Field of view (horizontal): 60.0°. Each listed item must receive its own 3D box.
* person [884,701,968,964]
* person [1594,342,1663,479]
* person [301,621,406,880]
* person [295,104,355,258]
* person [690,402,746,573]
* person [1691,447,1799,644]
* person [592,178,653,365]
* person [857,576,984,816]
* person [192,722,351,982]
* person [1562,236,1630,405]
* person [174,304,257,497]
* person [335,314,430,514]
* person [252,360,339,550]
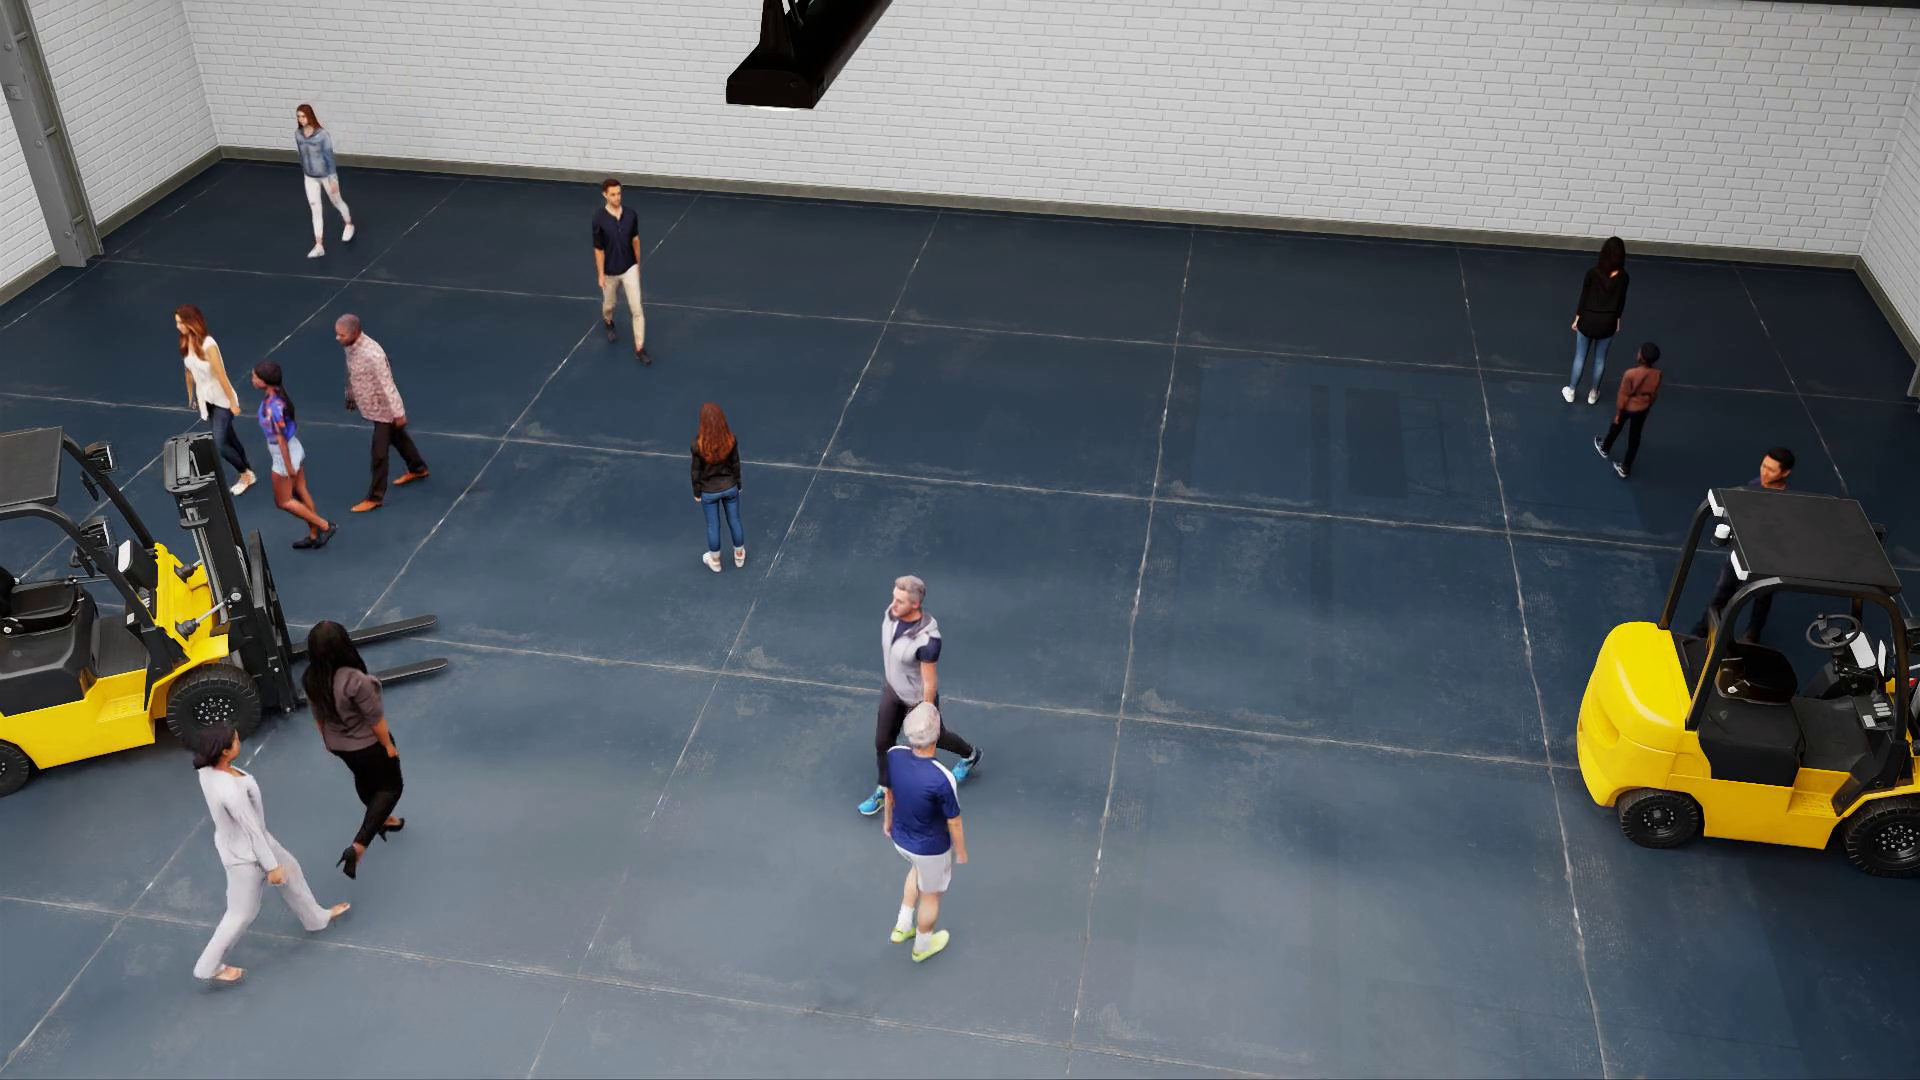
[{"bbox_3d":[-0.285,1.772,9.644,0.801,1.815,0.820,24,40,31],"label":"person"},{"bbox_3d":[5.902,-1.116,14.513,0.643,1.234,0.830,-2,34,-3],"label":"person"},{"bbox_3d":[-3.761,1.325,10.310,0.743,1.823,1.017,10,35,15],"label":"person"},{"bbox_3d":[-7.069,-4.046,18.543,0.628,1.654,1.088,6,34,9],"label":"person"},{"bbox_3d":[-1.919,-0.423,13.249,0.627,1.480,0.649,-13,36,-19],"label":"person"},{"bbox_3d":[5.940,0.086,12.239,1.105,1.749,1.083,-18,38,-25],"label":"person"},{"bbox_3d":[-3.383,-2.673,16.323,1.064,1.824,1.241,-14,36,-20],"label":"person"},{"bbox_3d":[-0.230,0.979,10.854,1.264,1.795,1.176,-24,40,-31],"label":"person"},{"bbox_3d":[-4.229,1.841,9.647,1.247,1.696,1.170,-22,39,-29],"label":"person"},{"bbox_3d":[5.964,-2.047,15.546,0.586,1.642,0.536,9,35,13],"label":"person"},{"bbox_3d":[-6.256,-1.221,14.183,0.725,1.775,0.729,20,38,27],"label":"person"},{"bbox_3d":[-4.832,-1.149,14.084,1.253,1.764,1.165,-24,41,-32],"label":"person"},{"bbox_3d":[-5.321,-0.669,13.391,0.763,1.732,0.697,-7,34,-10],"label":"person"}]
